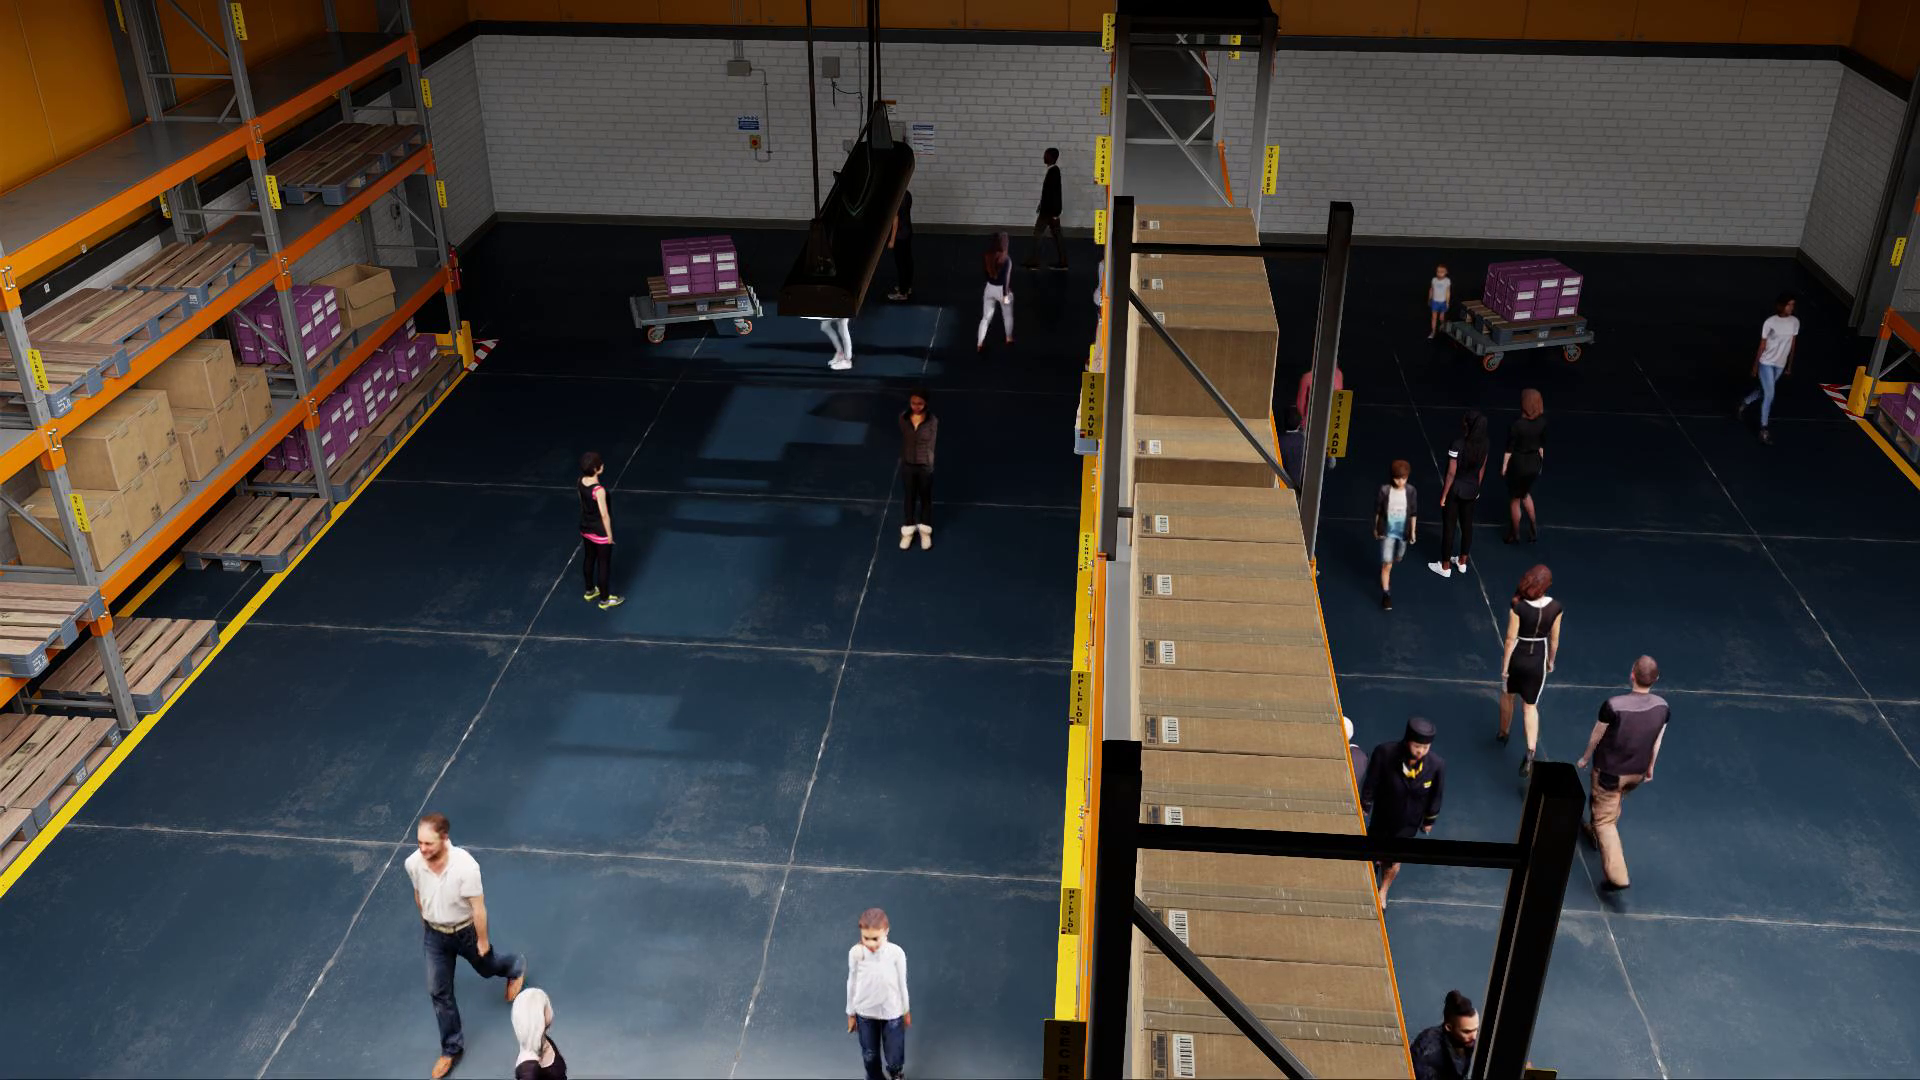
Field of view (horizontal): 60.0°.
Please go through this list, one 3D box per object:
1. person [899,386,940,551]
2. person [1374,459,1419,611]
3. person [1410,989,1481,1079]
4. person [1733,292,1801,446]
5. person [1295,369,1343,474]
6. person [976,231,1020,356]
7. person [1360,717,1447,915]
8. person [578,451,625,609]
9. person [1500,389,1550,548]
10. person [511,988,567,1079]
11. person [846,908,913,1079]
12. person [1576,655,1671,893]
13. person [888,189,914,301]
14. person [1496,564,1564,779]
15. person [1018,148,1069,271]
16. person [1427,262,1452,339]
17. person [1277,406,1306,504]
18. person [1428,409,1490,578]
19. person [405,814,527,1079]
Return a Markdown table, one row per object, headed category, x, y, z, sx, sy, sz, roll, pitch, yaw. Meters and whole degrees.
| category | x | y | z | sx | sy | sz | roll | pitch | yaw |
| --- | --- | --- | --- | --- | --- | --- | --- | --- | --- |
| person | -0.429 | -0.748 | 16.575 | 0.753 | 1.657 | 0.603 | 3 | 29 | 5 |
| person | 4.086 | -0.112 | 15.651 | 0.606 | 1.423 | 0.954 | -1 | 29 | -2 |
| person | 2.587 | 3.117 | 9.288 | 0.962 | 1.849 | 0.989 | -16 | 32 | -26 |
| person | 9.135 | -1.993 | 18.824 | 0.814 | 1.688 | 1.159 | -6 | 29 | -11 |
| person | 3.677 | -1.205 | 17.248 | 0.814 | 1.813 | 0.841 | -8 | 30 | -14 |
| person | 0.436 | -3.067 | 20.916 | 0.968 | 1.570 | 1.179 | 17 | 33 | 29 |
| person | 3.088 | 1.897 | 11.722 | 0.754 | 1.660 | 0.743 | 9 | 30 | 17 |
| person | -3.410 | -0.115 | 15.528 | 0.674 | 1.547 | 0.623 | -25 | 37 | -38 |
| person | 5.589 | -0.654 | 16.365 | 0.745 | 1.692 | 0.822 | -10 | 30 | -17 |
| person | -2.290 | 3.281 | 9.035 | 0.817 | 1.804 | 0.515 | 5 | 29 | 9 |
| person | -0.476 | 2.817 | 10.155 | 0.541 | 1.545 | 0.604 | 3 | 29 | 5 |
| person | 4.767 | 1.693 | 11.938 | 0.882 | 1.811 | 1.222 | -5 | 29 | -9 |
| person | -0.800 | -4.164 | 22.725 | 0.753 | 1.764 | 0.577 | 10 | 30 | 17 |
| person | 4.488 | 1.057 | 13.145 | 0.615 | 1.772 | 1.058 | 2 | 29 | 3 |
| person | 1.385 | -4.682 | 23.662 | 0.758 | 1.776 | 0.889 | 5 | 29 | 9 |
| person | 6.248 | -3.128 | 21.607 | 0.540 | 1.014 | 0.611 | 17 | 33 | 28 |
| person | 3.173 | -0.423 | 15.937 | 0.661 | 1.697 | 1.120 | 2 | 29 | 3 |
| person | 4.814 | -0.465 | 15.981 | 0.706 | 1.729 | 0.718 | -12 | 31 | -20 |
| person | -3.135 | 2.428 | 10.585 | 0.834 | 1.818 | 1.280 | 7 | 29 | 13 |
